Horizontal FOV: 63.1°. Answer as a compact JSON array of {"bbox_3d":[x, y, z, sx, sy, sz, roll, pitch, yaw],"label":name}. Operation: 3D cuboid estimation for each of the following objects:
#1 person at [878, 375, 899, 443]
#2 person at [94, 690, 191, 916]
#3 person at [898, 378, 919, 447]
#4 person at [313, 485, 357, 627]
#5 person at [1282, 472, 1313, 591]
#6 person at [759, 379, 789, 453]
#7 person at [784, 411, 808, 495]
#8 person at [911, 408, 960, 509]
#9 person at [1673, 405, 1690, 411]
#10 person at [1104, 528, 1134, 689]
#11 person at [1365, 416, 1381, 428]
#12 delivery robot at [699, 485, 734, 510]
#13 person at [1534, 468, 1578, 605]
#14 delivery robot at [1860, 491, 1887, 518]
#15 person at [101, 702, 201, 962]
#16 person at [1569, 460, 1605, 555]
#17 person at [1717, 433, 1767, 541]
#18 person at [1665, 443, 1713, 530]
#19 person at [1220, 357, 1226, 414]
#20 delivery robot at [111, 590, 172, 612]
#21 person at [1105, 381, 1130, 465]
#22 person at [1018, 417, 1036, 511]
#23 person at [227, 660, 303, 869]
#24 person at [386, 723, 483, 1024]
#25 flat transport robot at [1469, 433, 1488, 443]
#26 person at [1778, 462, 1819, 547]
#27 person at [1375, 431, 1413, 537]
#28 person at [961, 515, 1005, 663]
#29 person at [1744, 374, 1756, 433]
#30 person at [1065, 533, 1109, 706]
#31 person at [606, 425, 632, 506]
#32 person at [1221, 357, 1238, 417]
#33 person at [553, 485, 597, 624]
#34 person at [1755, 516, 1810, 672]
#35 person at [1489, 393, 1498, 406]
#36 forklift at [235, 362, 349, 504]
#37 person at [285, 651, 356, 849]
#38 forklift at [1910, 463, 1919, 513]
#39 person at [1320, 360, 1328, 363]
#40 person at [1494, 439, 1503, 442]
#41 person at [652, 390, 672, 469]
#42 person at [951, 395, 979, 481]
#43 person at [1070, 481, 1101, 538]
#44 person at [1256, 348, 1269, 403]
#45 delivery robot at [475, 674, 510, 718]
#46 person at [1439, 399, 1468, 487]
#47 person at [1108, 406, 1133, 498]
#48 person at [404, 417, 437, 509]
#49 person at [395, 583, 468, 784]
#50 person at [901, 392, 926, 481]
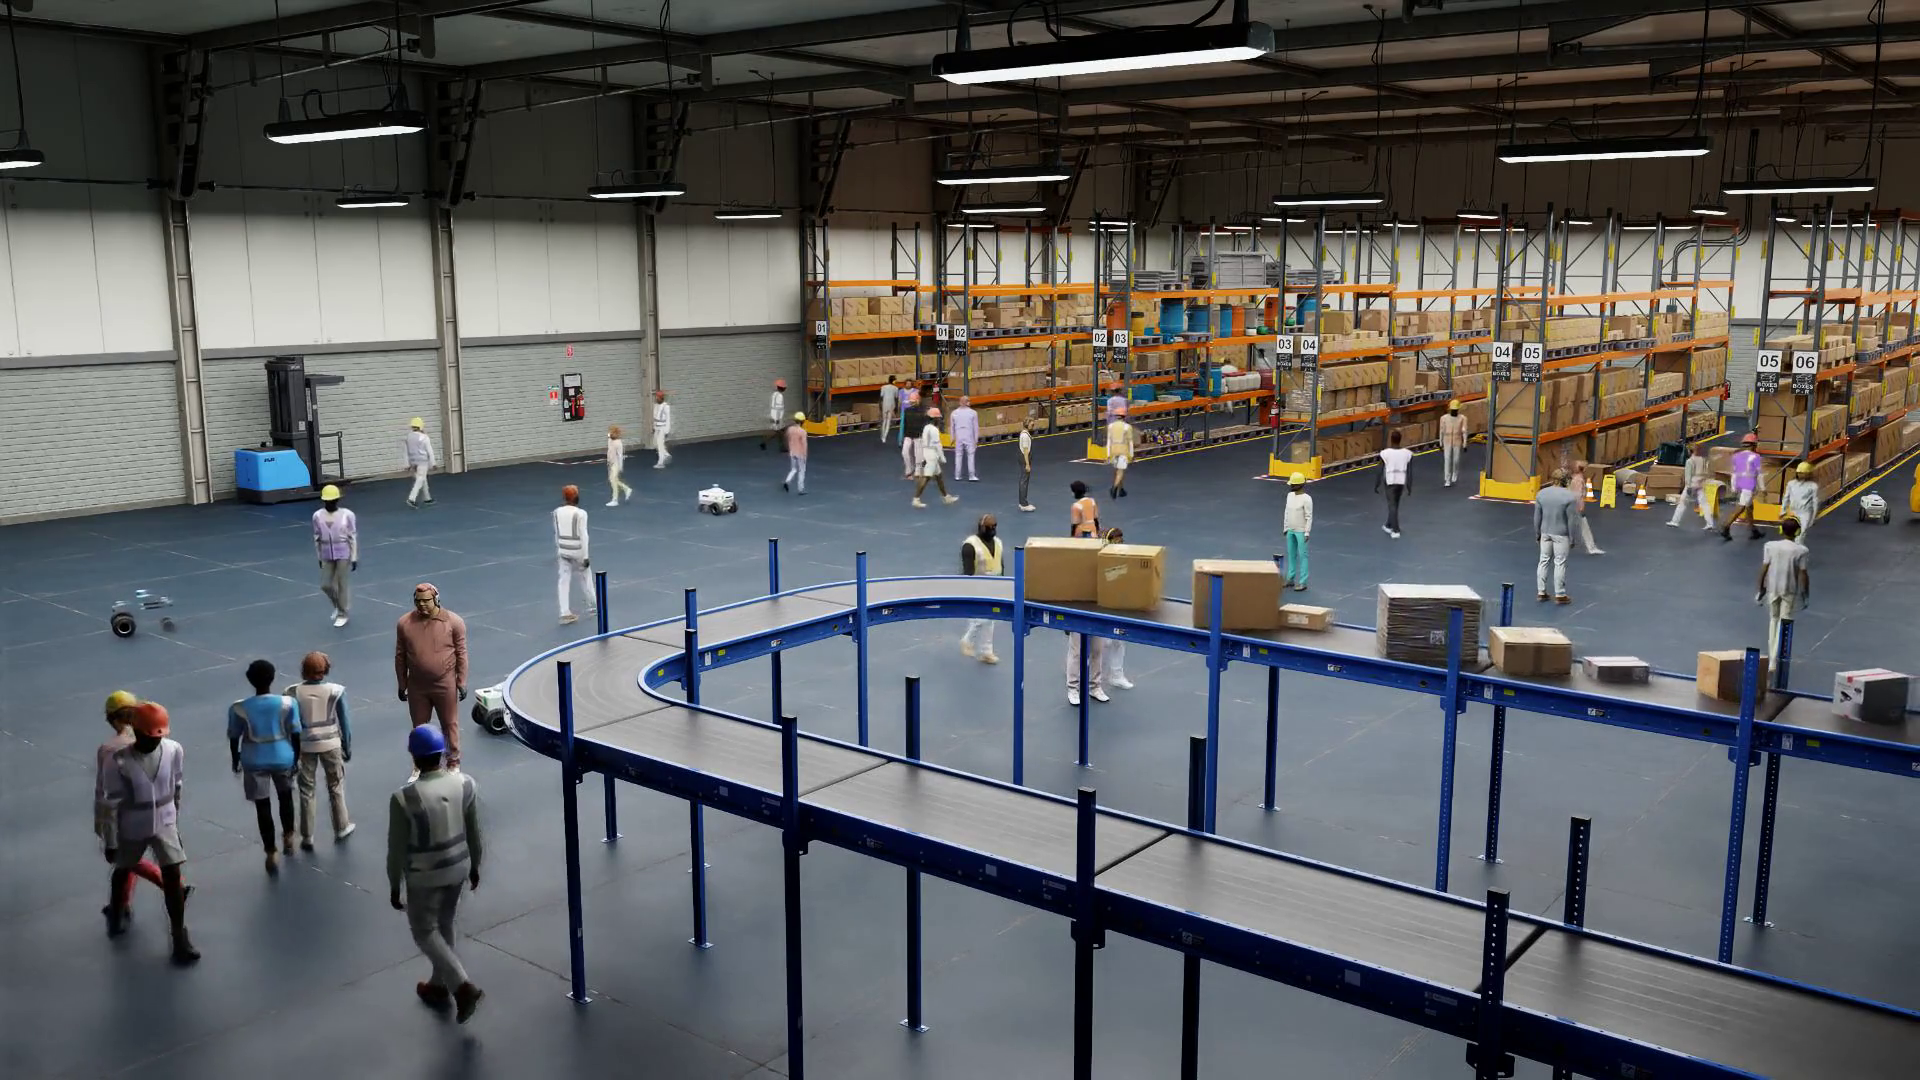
[{"bbox_3d":[-1.918,-3.552,42.315,0.577,1.821,0.755,1,10,6],"label":"person"},{"bbox_3d":[-6.071,1.967,11.539,0.731,1.727,0.547,2,10,9],"label":"person"},{"bbox_3d":[-1.369,-3.368,41.308,0.572,1.815,0.629,1,10,3],"label":"person"},{"bbox_3d":[-8.351,0.203,20.939,0.590,1.912,0.439,0,10,0],"label":"person"},{"bbox_3d":[5.004,-0.134,23.267,0.329,1.762,0.523,-6,12,-30],"label":"person"},{"bbox_3d":[-4.737,-3.161,39.895,0.739,1.907,0.577,-2,10,-13],"label":"person"},{"bbox_3d":[-3.408,-1.810,32.700,0.550,1.750,0.470,8,13,37],"label":"person"},{"bbox_3d":[-0.521,-1.626,31.047,1.070,1.989,0.616,-3,11,-17],"label":"person"},{"bbox_3d":[21.121,-4.118,45.581,0.828,1.791,0.698,5,11,24],"label":"person"},{"bbox_3d":[1.705,0.753,18.019,0.529,1.851,0.711,-8,13,-40],"label":"person"},{"bbox_3d":[10.921,-3.438,41.397,0.563,1.923,0.650,7,12,33],"label":"person"},{"bbox_3d":[-4.744,-0.833,30.448,0.707,0.478,0.477,8,13,38],"label":"delivery robot"},{"bbox_3d":[8.513,-0.064,22.378,0.378,1.937,0.628,-8,13,-38],"label":"person"},{"bbox_3d":[17.274,-0.679,29.581,0.477,0.478,0.707,4,11,21],"label":"delivery robot"},{"bbox_3d":[-5.820,1.994,11.103,1.148,1.848,0.569,9,14,42],"label":"person"},{"bbox_3d":[10.263,-0.533,25.983,0.878,1.588,0.538,5,11,25],"label":"person"},{"bbox_3d":[13.719,-0.933,27.439,1.010,1.882,0.558,-3,10,-14],"label":"person"},{"bbox_3d":[13.394,-0.977,28.517,0.533,1.585,0.909,-6,12,-30],"label":"person"},{"bbox_3d":[8.547,-4.974,50.397,0.600,1.801,0.810,7,12,36],"label":"person"},{"bbox_3d":[-10.803,0.781,20.630,0.698,0.223,0.335,-6,12,-30],"label":"delivery robot"},{"bbox_3d":[3.790,-2.778,37.413,0.697,2.021,0.617,8,13,39],"label":"person"},{"bbox_3d":[1.306,-1.503,30.751,0.345,1.840,0.504,-1,10,-3],"label":"person"},{"bbox_3d":[-5.641,1.778,12.727,0.556,1.674,0.715,-5,11,-26],"label":"person"},{"bbox_3d":[-3.325,2.134,10.045,0.761,1.924,0.626,8,13,37],"label":"person"},{"bbox_3d":[14.617,-2.784,42.491,1.431,0.197,0.652,-4,11,-21],"label":"flat transport robot"},{"bbox_3d":[13.420,-0.404,24.968,0.884,1.705,0.492,-7,12,-33],"label":"person"},{"bbox_3d":[7.729,-1.005,27.871,0.608,1.873,0.992,-1,10,-5],"label":"person"},{"bbox_3d":[0.305,0.594,18.972,0.643,1.827,0.446,-10,14,-43],"label":"person"},{"bbox_3d":[21.893,-3.679,43.049,0.615,1.816,0.537,5,11,27],"label":"person"},{"bbox_3d":[1.435,0.862,17.250,0.652,1.906,0.402,-5,11,-25],"label":"person"},{"bbox_3d":[-6.865,-1.501,31.339,0.535,1.616,0.522,-7,13,-36],"label":"person"},{"bbox_3d":[8.508,-4.833,49.464,0.613,1.869,1.028,-1,10,-8],"label":"person"},{"bbox_3d":[-5.181,0.168,21.294,0.606,1.850,0.869,5,11,25],"label":"person"},{"bbox_3d":[9.884,0.628,18.725,0.805,1.848,0.554,-10,14,-43],"label":"person"},{"bbox_3d":[13.573,-3.007,39.303,0.555,1.814,0.631,-9,13,-40],"label":"person"},{"bbox_3d":[-13.803,-2.244,32.110,1.129,2.768,1.873,8,13,37],"label":"forklift"},{"bbox_3d":[-5.361,1.745,13.101,0.524,1.617,0.513,-2,10,-13],"label":"person"},{"bbox_3d":[19.034,-1.348,28.998,2.313,2.155,1.214,8,13,37],"label":"forklift"},{"bbox_3d":[12.172,-5.510,52.862,0.396,1.992,0.623,-9,14,-42],"label":"person"},{"bbox_3d":[12.303,-2.387,35.456,0.628,1.934,0.607,8,13,36],"label":"person"},{"bbox_3d":[-7.034,-2.623,36.991,0.658,1.857,0.495,10,14,44],"label":"person"},{"bbox_3d":[0.131,-2.265,34.851,0.651,1.905,0.403,4,11,19],"label":"person"},{"bbox_3d":[1.846,-0.056,23.071,0.406,1.662,0.597,9,13,40],"label":"person"},{"bbox_3d":[10.541,-5.665,53.971,0.965,1.926,0.637,8,13,39],"label":"person"},{"bbox_3d":[-4.710,1.653,16.453,0.707,0.478,0.477,-7,12,-34],"label":"delivery robot"},{"bbox_3d":[10.781,-2.141,34.196,0.590,1.897,0.769,3,11,19],"label":"person"},{"bbox_3d":[3.284,-1.808,32.289,0.554,1.911,0.859,5,11,28],"label":"person"},{"bbox_3d":[-10.766,-1.534,31.058,0.595,1.798,0.889,5,11,27],"label":"person"},{"bbox_3d":[-4.925,1.336,14.580,0.651,1.906,0.403,-1,10,-6],"label":"person"},{"bbox_3d":[-1.062,-2.295,34.792,0.653,1.979,0.573,6,12,32],"label":"person"}]
